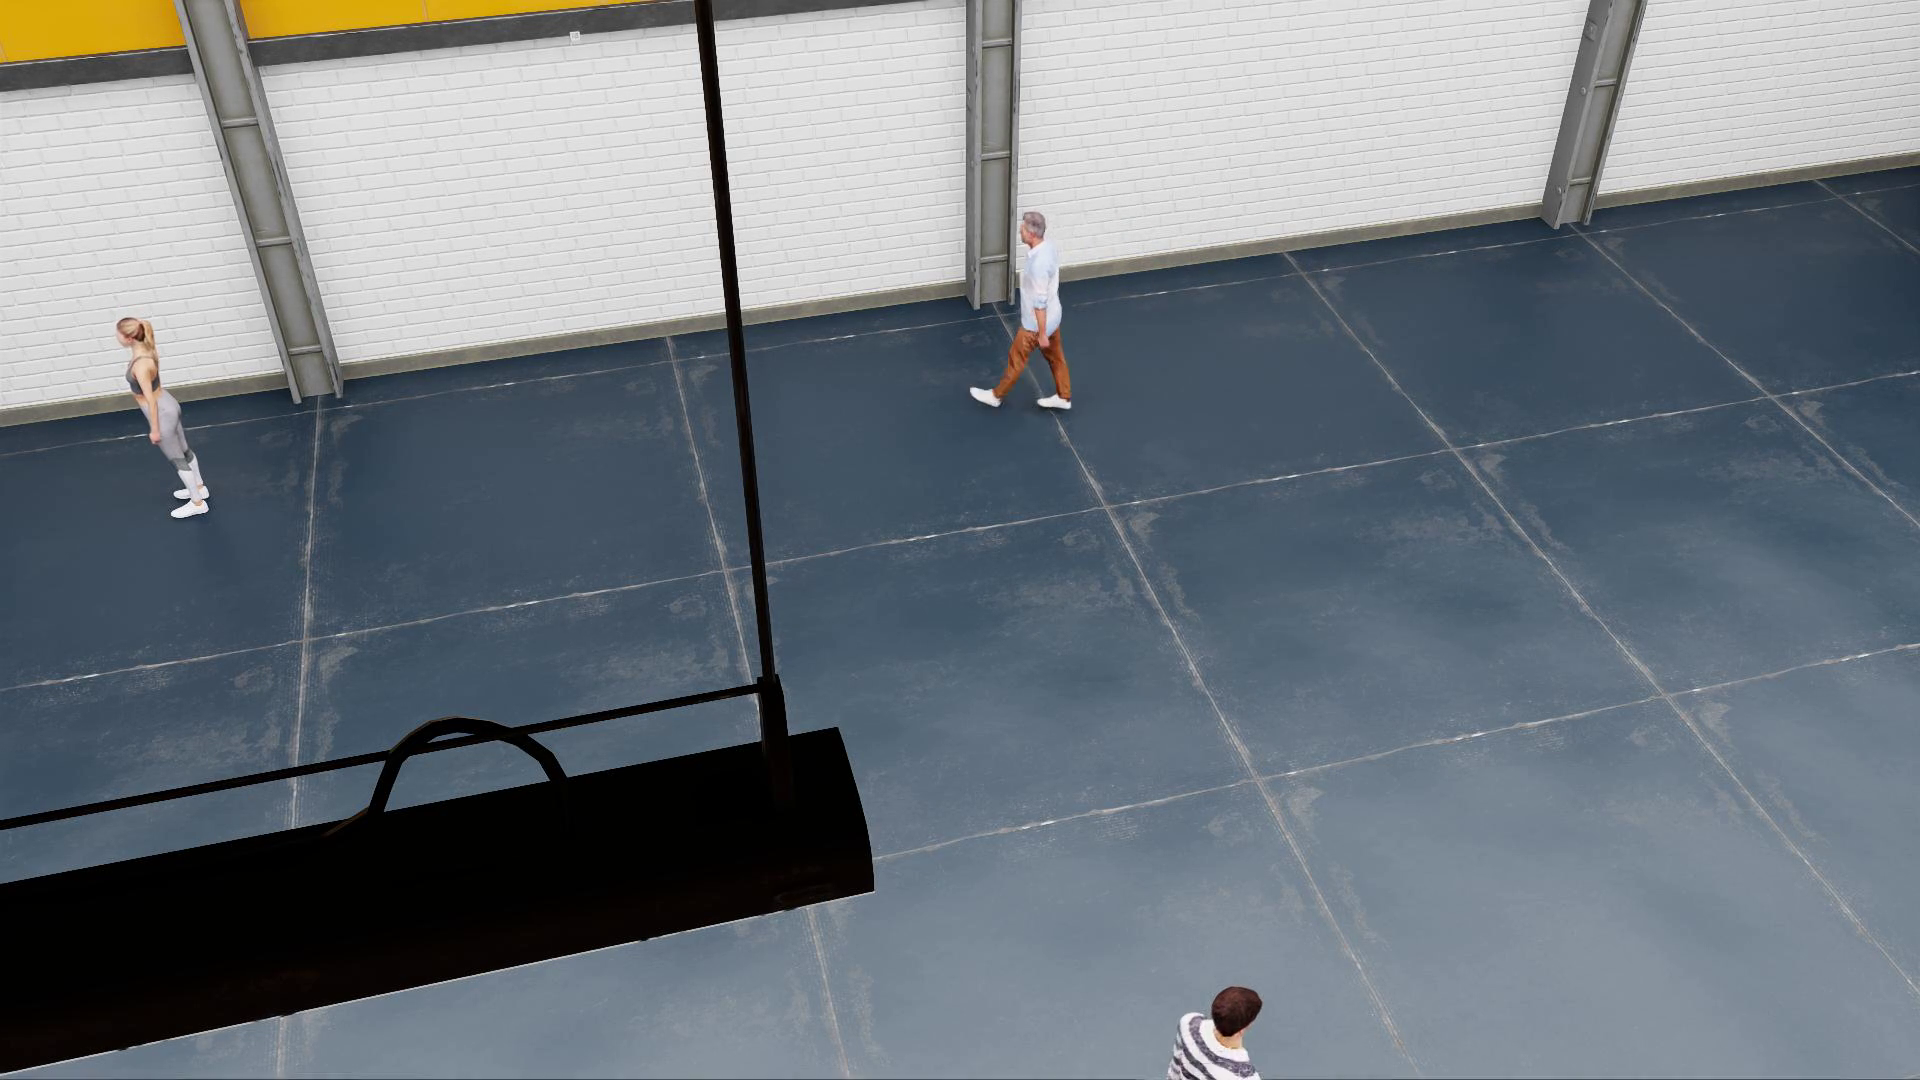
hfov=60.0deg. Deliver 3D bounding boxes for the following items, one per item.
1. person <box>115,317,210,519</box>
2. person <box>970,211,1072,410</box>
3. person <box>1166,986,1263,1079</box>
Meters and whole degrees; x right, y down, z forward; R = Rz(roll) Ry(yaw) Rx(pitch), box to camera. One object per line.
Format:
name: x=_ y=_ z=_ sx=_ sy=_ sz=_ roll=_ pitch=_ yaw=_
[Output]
person: x=-5.986 y=-0.937 z=12.495 sx=0.527 sy=1.707 sz=0.557 roll=-8 pitch=39 yaw=-10
person: x=0.738 y=-1.800 z=13.510 sx=1.196 sy=1.787 sz=1.015 roll=7 pitch=39 yaw=9
person: x=1.090 y=2.767 z=7.783 sx=1.244 sy=1.798 sz=0.903 roll=-21 pitch=43 yaw=-24
